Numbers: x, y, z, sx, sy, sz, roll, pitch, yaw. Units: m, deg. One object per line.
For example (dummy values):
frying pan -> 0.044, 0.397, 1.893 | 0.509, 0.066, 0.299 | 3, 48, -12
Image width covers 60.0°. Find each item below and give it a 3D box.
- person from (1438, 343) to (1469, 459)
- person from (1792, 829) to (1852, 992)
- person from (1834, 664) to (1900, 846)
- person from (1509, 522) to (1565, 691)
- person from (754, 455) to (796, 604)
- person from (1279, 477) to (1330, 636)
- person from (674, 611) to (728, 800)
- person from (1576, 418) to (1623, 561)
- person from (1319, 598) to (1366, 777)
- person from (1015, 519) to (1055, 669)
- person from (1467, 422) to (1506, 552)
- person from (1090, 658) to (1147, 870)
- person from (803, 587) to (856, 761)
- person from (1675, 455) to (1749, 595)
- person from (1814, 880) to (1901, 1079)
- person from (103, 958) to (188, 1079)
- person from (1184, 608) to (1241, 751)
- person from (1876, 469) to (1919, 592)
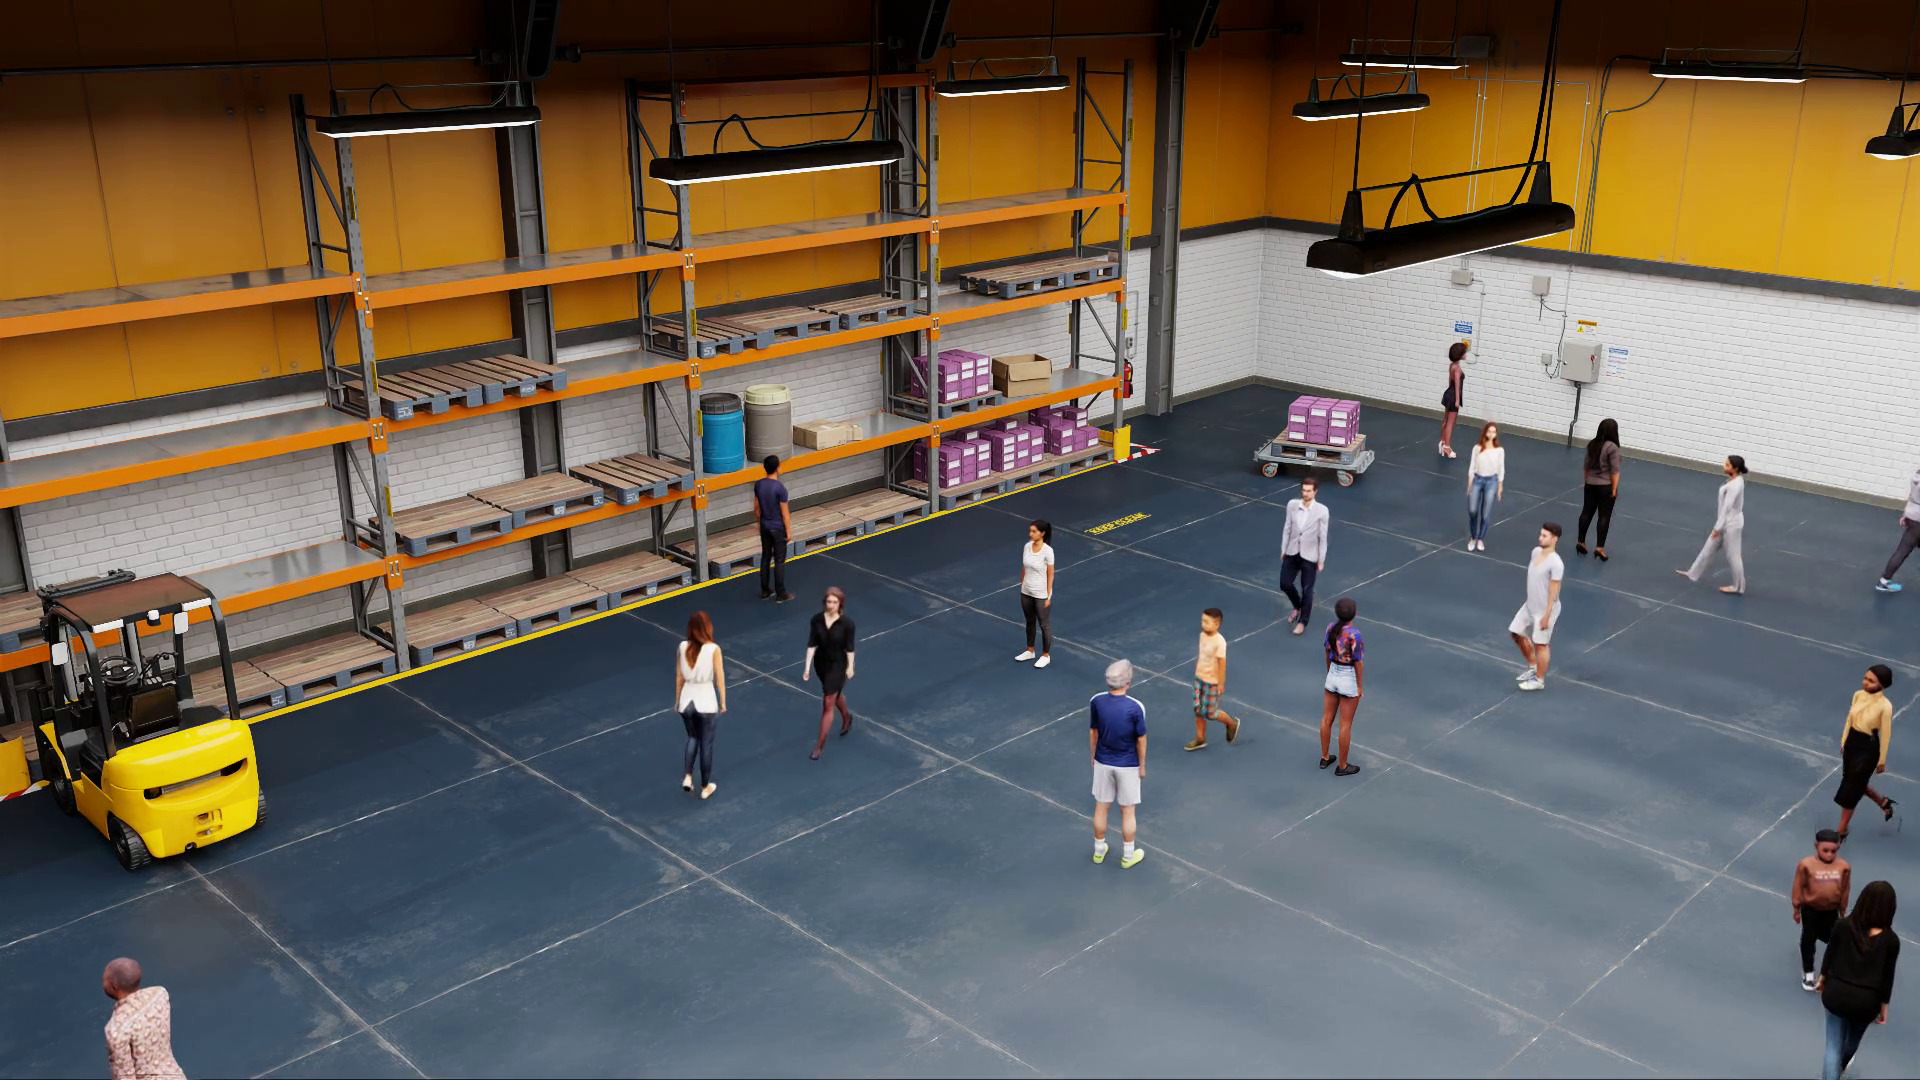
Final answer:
person -> 7.667, -2.185, 25.881 | 0.730, 1.787, 0.660 | 1, 19, 4
person -> 6.346, 2.677, 12.295 | 0.745, 1.242, 0.863 | 4, 19, 11
person -> 7.777, 1.833, 14.196 | 1.052, 1.631, 0.889 | -5, 19, -13
person -> 6.115, 0.688, 17.261 | 0.857, 1.844, 0.838 | -4, 19, -11
person -> -2.234, -0.140, 19.802 | 0.696, 1.791, 0.605 | 11, 21, 29
person -> 3.933, 0.144, 18.884 | 0.760, 1.840, 0.738 | 13, 23, 34
person -> -2.374, 1.521, 14.897 | 0.757, 1.775, 0.805 | 5, 19, 15
person -> 8.179, -0.660, 21.268 | 0.673, 1.840, 0.707 | -11, 22, -30
person -> 3.553, 1.343, 15.486 | 0.556, 1.735, 0.613 | -14, 23, -35
person -> 0.835, 0.556, 17.961 | 0.561, 1.647, 0.524 | 17, 25, 41
person -> 6.815, -0.716, 21.632 | 0.712, 1.715, 0.751 | 6, 19, 16
person -> 1.307, 1.848, 13.825 | 0.711, 1.838, 0.690 | 7, 20, 21
person -> -1.201, 1.227, 15.972 | 0.893, 1.644, 1.198 | 8, 20, 22
person -> 9.359, -0.167, 20.022 | 0.931, 1.701, 1.065 | 9, 21, 25
person -> 5.765, 3.003, 10.764 | 0.748, 1.603, 1.106 | 11, 22, 30
person -> -4.663, 3.259, 9.713 | 0.886, 1.789, 0.791 | 3, 19, 8
person -> 2.443, 1.334, 15.966 | 0.835, 1.446, 0.649 | -10, 21, -27
person -> 11.404, -0.196, 19.988 | 1.193, 1.779, 1.208 | 2, 19, 6
